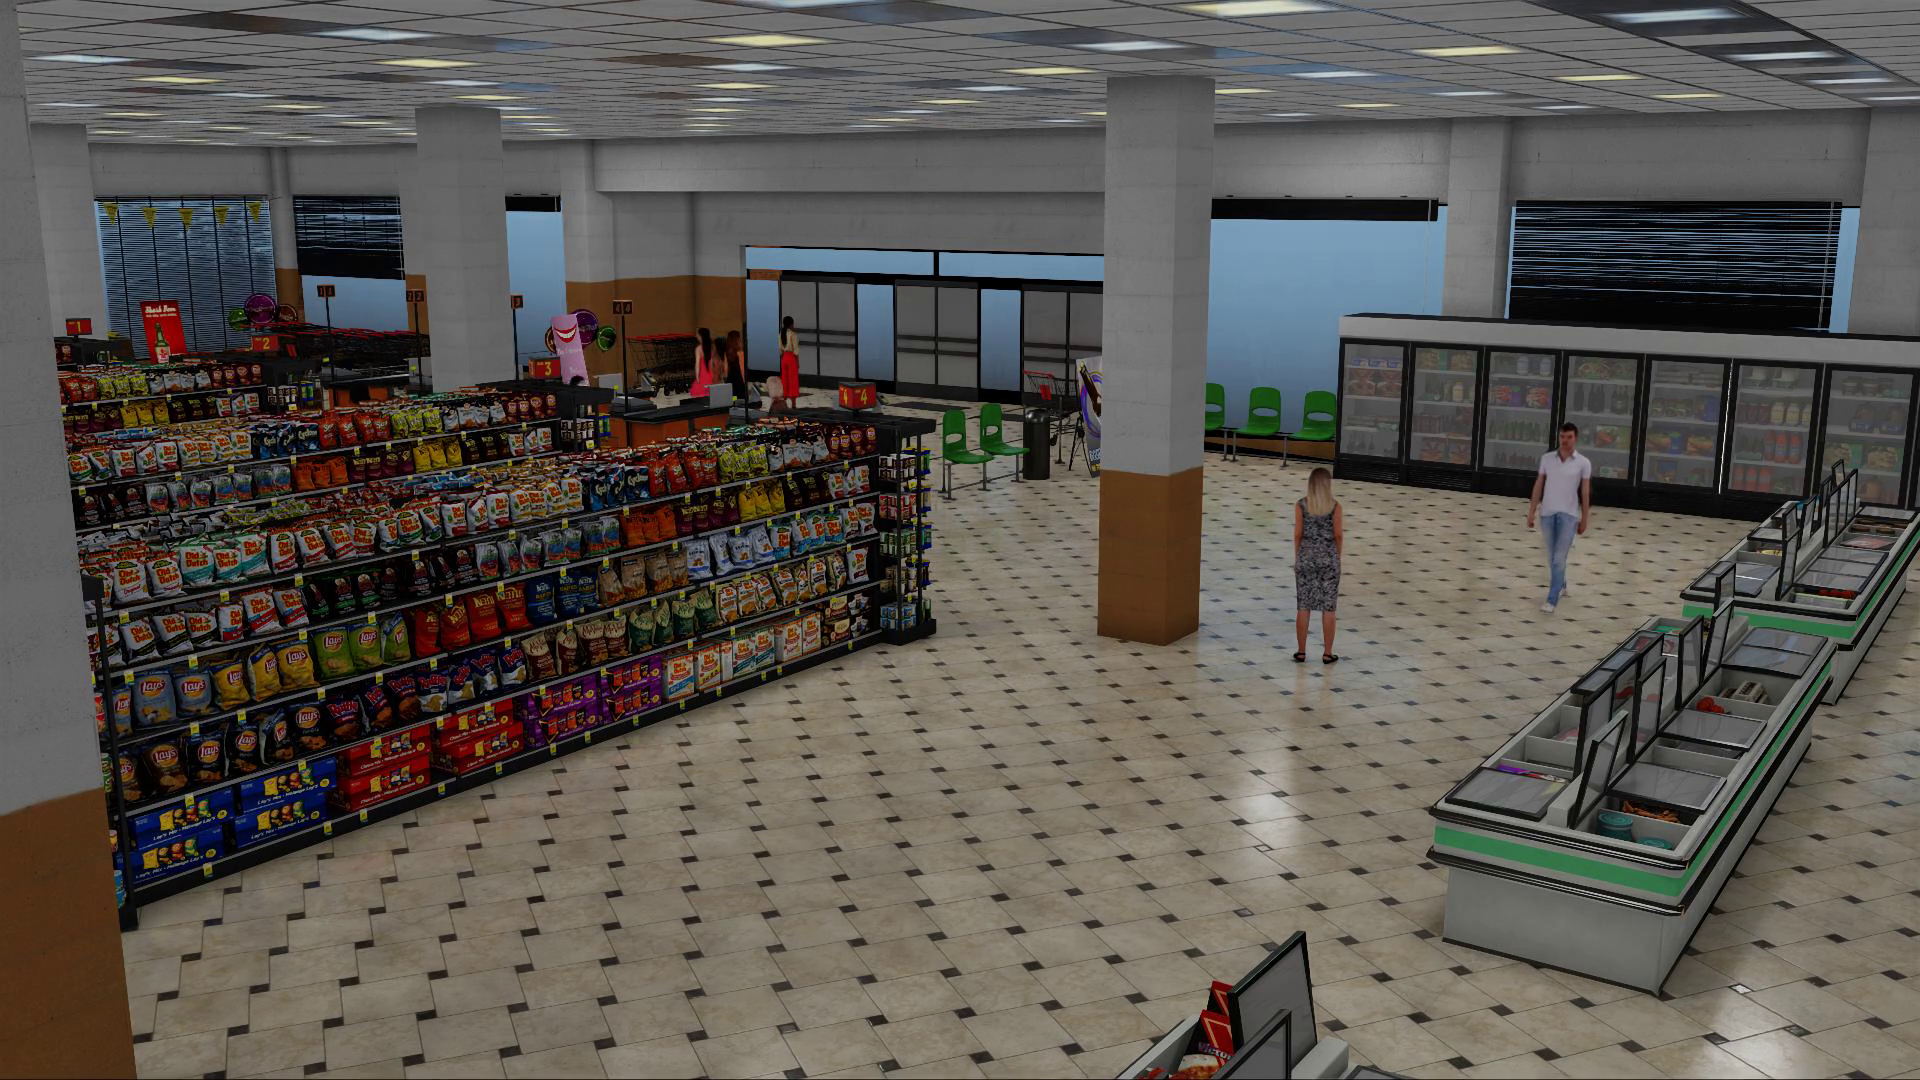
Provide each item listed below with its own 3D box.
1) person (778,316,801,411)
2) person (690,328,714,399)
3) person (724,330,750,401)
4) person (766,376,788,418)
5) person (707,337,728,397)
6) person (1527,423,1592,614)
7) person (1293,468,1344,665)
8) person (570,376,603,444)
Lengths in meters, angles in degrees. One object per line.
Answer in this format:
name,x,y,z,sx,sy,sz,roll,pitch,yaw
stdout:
person,-3.107,-3.184,30.309,0.593,1.792,0.514,8,15,35
person,-4.320,-2.783,28.594,0.696,1.712,0.686,10,16,40
person,-3.600,-2.445,26.694,0.576,1.834,0.511,8,15,35
person,-2.208,-1.205,21.051,0.839,1.734,0.791,1,12,3
person,-3.896,-2.523,27.582,0.971,1.620,1.076,2,12,10
person,5.852,-0.217,16.182,0.738,1.805,1.203,10,16,40
person,3.080,0.221,14.354,0.609,1.703,0.566,5,13,22
person,-5.003,-1.261,21.550,0.984,1.638,1.126,2,12,9
